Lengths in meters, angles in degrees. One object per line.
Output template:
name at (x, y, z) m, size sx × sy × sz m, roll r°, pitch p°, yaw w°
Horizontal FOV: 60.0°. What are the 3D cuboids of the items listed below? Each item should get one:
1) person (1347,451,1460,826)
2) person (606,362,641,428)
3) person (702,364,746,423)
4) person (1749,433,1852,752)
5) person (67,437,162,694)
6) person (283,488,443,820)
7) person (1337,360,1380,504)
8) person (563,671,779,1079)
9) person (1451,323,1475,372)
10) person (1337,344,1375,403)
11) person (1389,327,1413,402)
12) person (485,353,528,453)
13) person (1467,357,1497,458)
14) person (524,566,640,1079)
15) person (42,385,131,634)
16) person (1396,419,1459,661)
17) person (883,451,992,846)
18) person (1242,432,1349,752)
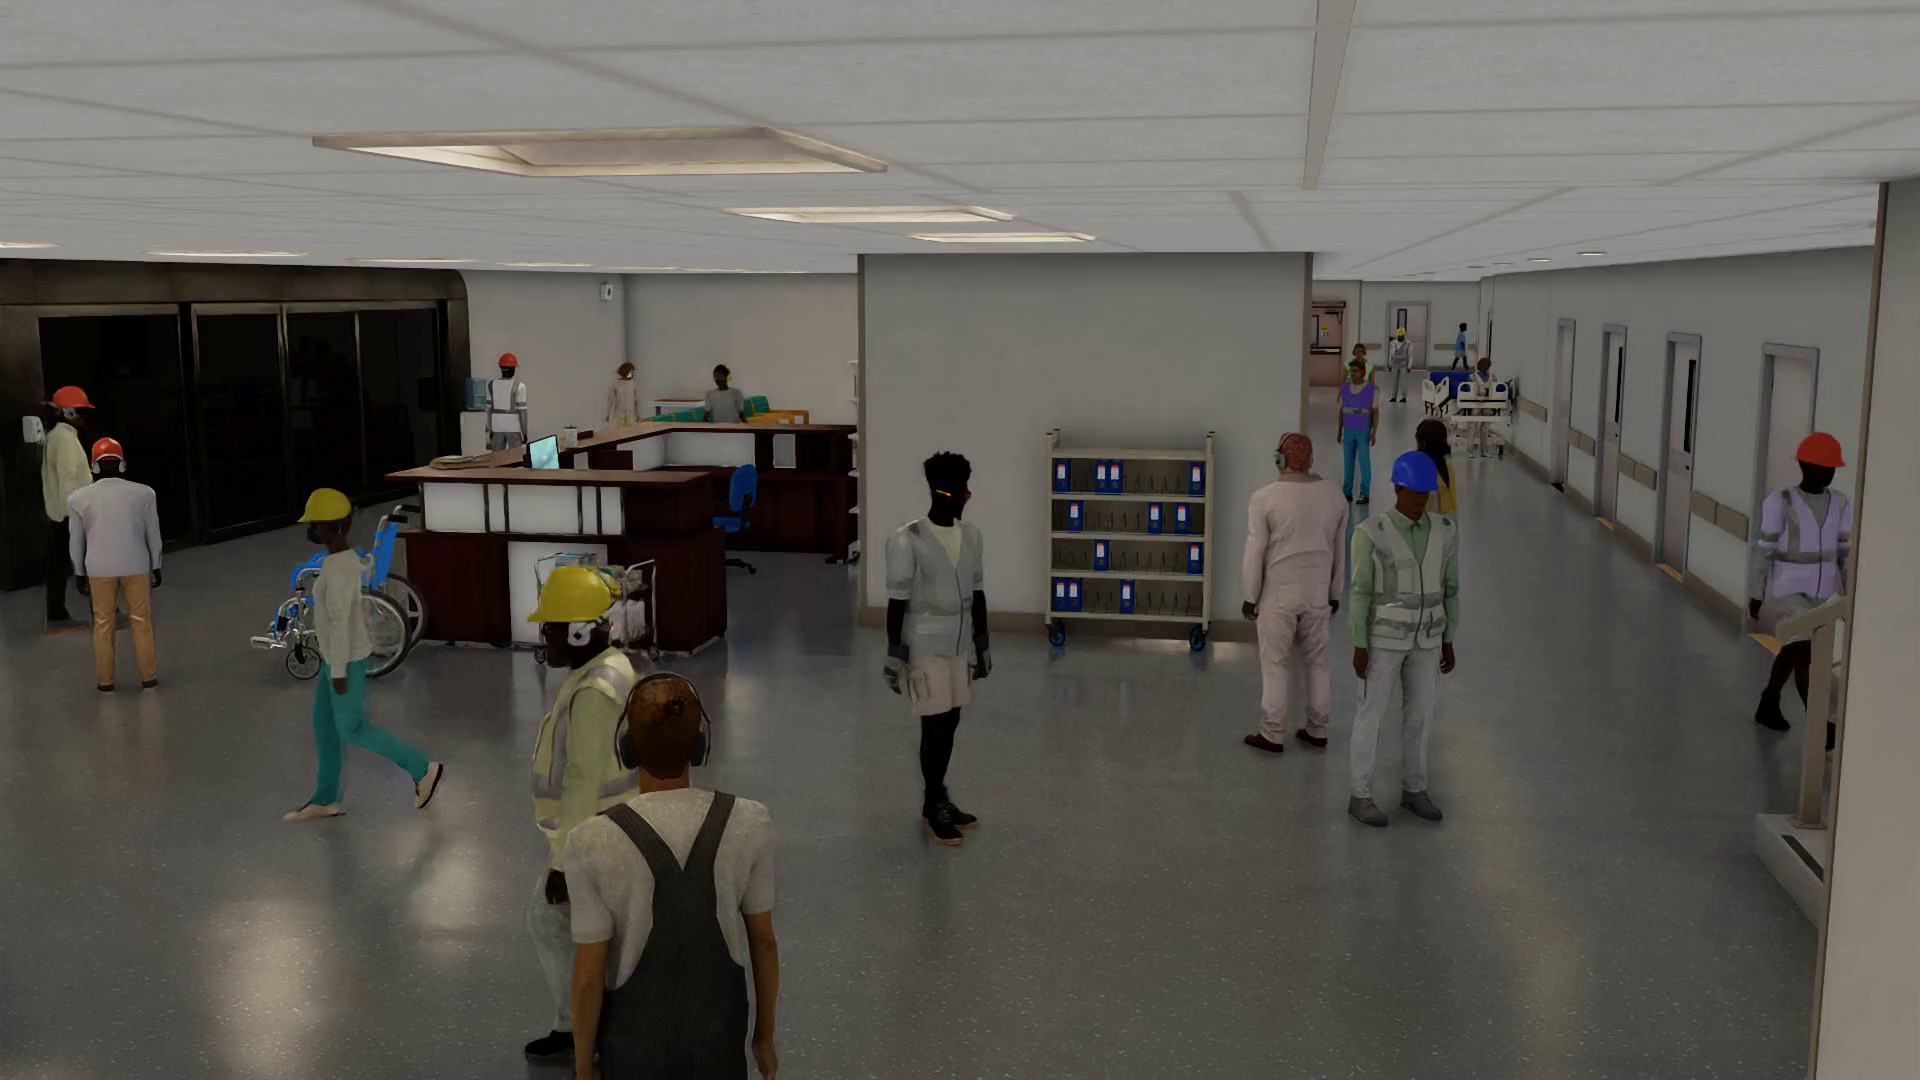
person at (2.267, 0.503, 8.507) m, size 0.601 × 1.937 × 0.420 m, roll -2°, pitch 9°, yaw -15°
person at (-5.278, -1.960, 25.930) m, size 0.628 × 1.607 × 0.291 m, roll -5°, pitch 10°, yaw -28°
person at (-2.968, -1.311, 21.003) m, size 0.549 × 1.810 × 0.992 m, roll 2°, pitch 9°, yaw 12°
person at (5.124, 0.301, 9.988) m, size 0.554 × 1.879 × 1.029 m, roll -1°, pitch 9°, yaw -9°
person at (-5.735, 0.172, 11.322) m, size 0.564 × 1.743 × 0.352 m, roll -4°, pitch 9°, yaw -25°
person at (-3.107, 0.593, 8.553) m, size 0.737 × 1.746 × 0.528 m, roll -3°, pitch 9°, yaw -18°
person at (5.104, -1.386, 21.328) m, size 0.372 × 1.843 × 0.570 m, roll -8°, pitch 12°, yaw -43°
person at (-0.684, 1.224, 3.996) m, size 0.517 × 1.843 × 0.325 m, roll -4°, pitch 9°, yaw -25°
person at (16.137, -6.103, 53.213) m, size 0.831 × 1.654 × 0.549 m, roll 3°, pitch 9°, yaw 18°
person at (6.985, -2.559, 29.283) m, size 0.591 × 1.794 × 0.966 m, roll 5°, pitch 10°, yaw 30°
person at (10.692, -4.247, 40.403) m, size 0.590 × 1.824 × 0.403 m, roll 8°, pitch 11°, yaw 41°
person at (-5.811, -1.437, 21.411) m, size 0.546 × 1.934 × 0.381 m, roll 2°, pitch 9°, yaw 10°
person at (8.495, -2.154, 27.113) m, size 0.511 × 1.637 × 0.307 m, roll -1°, pitch 9°, yaw -8°
person at (-1.324, 0.992, 5.652) m, size 0.591 × 1.812 × 0.605 m, roll -2°, pitch 9°, yaw -15°
person at (-6.987, -0.246, 13.316) m, size 0.804 × 1.966 × 0.634 m, roll -7°, pitch 11°, yaw -37°
person at (3.376, 0.035, 12.032) m, size 0.433 × 1.812 × 0.675 m, roll 7°, pitch 11°, yaw 41°
person at (-0.080, 0.524, 8.279) m, size 0.425 × 1.952 × 0.657 m, roll 8°, pitch 12°, yaw 44°
person at (1.979, 0.308, 9.927) m, size 0.655 × 1.899 × 0.396 m, roll -3°, pitch 9°, yaw -20°
